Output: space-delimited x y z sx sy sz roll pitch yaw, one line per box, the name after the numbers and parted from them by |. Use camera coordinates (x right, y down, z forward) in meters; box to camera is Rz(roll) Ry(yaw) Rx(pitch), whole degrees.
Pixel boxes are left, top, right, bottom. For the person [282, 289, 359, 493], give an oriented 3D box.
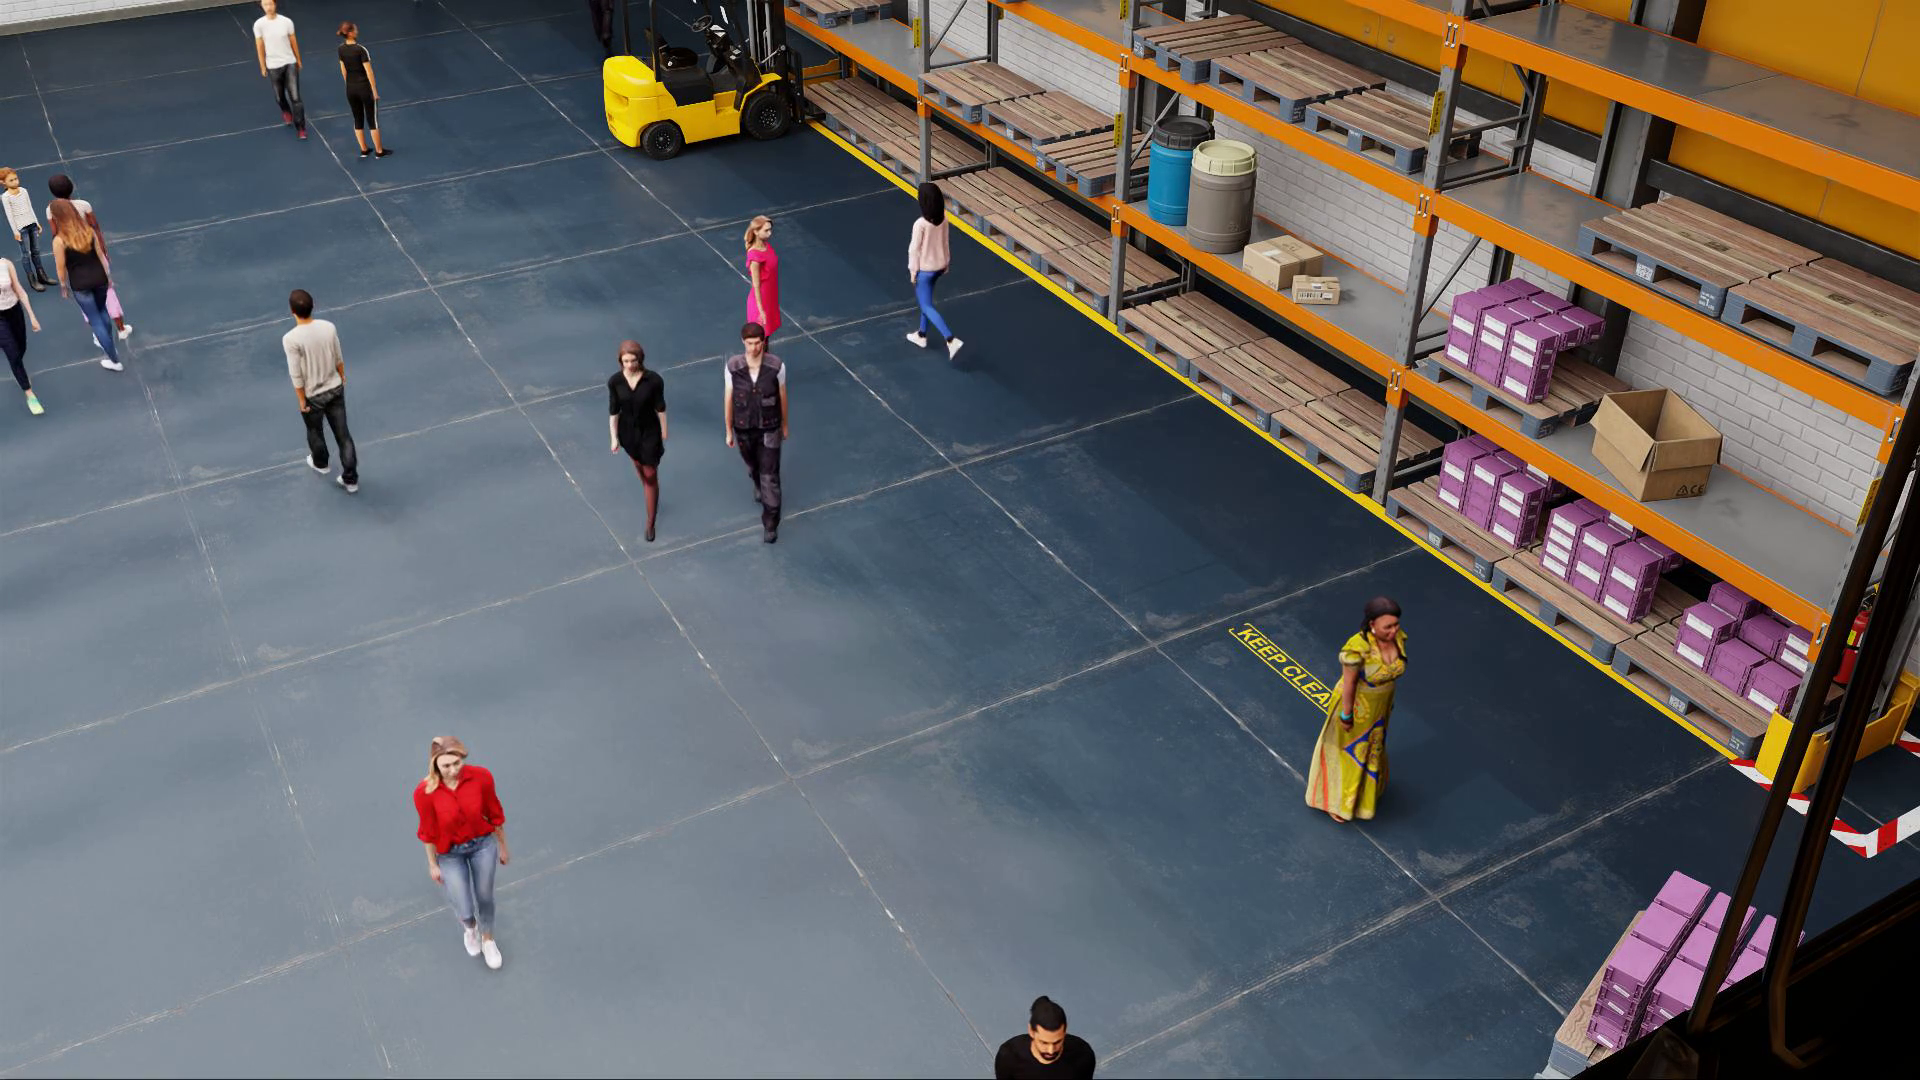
-5.279 -1.206 13.890 1.035 1.783 0.827 29 43 36 | person

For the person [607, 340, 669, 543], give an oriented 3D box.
-2.593 -0.889 13.512 0.890 1.674 1.034 1 34 2 | person

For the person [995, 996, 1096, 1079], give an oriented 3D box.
0.392 2.798 7.893 0.697 1.754 0.683 -2 34 -3 | person

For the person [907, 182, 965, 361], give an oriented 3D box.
-0.237 -2.555 15.953 0.826 1.746 1.134 -29 43 -36 | person

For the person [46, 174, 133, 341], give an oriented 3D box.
-8.555 -2.756 16.261 0.603 1.740 0.548 -12 36 -18 | person

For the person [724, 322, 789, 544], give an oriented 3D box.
-1.641 -0.960 13.486 1.034 1.821 1.255 0 34 0 | person

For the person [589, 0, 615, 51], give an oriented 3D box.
-5.241 -8.021 24.117 1.025 1.812 1.238 -3 34 -5 | person

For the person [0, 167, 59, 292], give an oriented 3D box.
-9.796 -3.269 17.416 0.606 1.315 0.554 11 35 16 | person

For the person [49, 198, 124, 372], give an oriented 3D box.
-8.210 -2.398 15.757 0.953 1.702 0.821 18 38 25 | person

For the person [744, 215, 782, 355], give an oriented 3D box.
-1.845 -2.209 15.451 0.728 1.727 0.657 6 34 9 | person

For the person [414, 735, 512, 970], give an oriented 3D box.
-2.854 1.736 9.539 0.617 1.700 0.564 -17 37 -24 | person

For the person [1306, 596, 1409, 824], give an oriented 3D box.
2.579 1.046 10.613 0.877 1.660 0.806 -22 39 -29 | person

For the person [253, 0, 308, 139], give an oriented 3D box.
-8.662 -6.080 21.226 0.721 1.778 1.122 -14 36 -20 | person

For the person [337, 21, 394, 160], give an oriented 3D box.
-7.409 -5.564 20.550 0.639 1.668 0.713 11 35 16 | person

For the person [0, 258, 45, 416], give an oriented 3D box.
-8.776 -2.048 15.265 0.770 1.662 1.197 -27 42 -34 | person
